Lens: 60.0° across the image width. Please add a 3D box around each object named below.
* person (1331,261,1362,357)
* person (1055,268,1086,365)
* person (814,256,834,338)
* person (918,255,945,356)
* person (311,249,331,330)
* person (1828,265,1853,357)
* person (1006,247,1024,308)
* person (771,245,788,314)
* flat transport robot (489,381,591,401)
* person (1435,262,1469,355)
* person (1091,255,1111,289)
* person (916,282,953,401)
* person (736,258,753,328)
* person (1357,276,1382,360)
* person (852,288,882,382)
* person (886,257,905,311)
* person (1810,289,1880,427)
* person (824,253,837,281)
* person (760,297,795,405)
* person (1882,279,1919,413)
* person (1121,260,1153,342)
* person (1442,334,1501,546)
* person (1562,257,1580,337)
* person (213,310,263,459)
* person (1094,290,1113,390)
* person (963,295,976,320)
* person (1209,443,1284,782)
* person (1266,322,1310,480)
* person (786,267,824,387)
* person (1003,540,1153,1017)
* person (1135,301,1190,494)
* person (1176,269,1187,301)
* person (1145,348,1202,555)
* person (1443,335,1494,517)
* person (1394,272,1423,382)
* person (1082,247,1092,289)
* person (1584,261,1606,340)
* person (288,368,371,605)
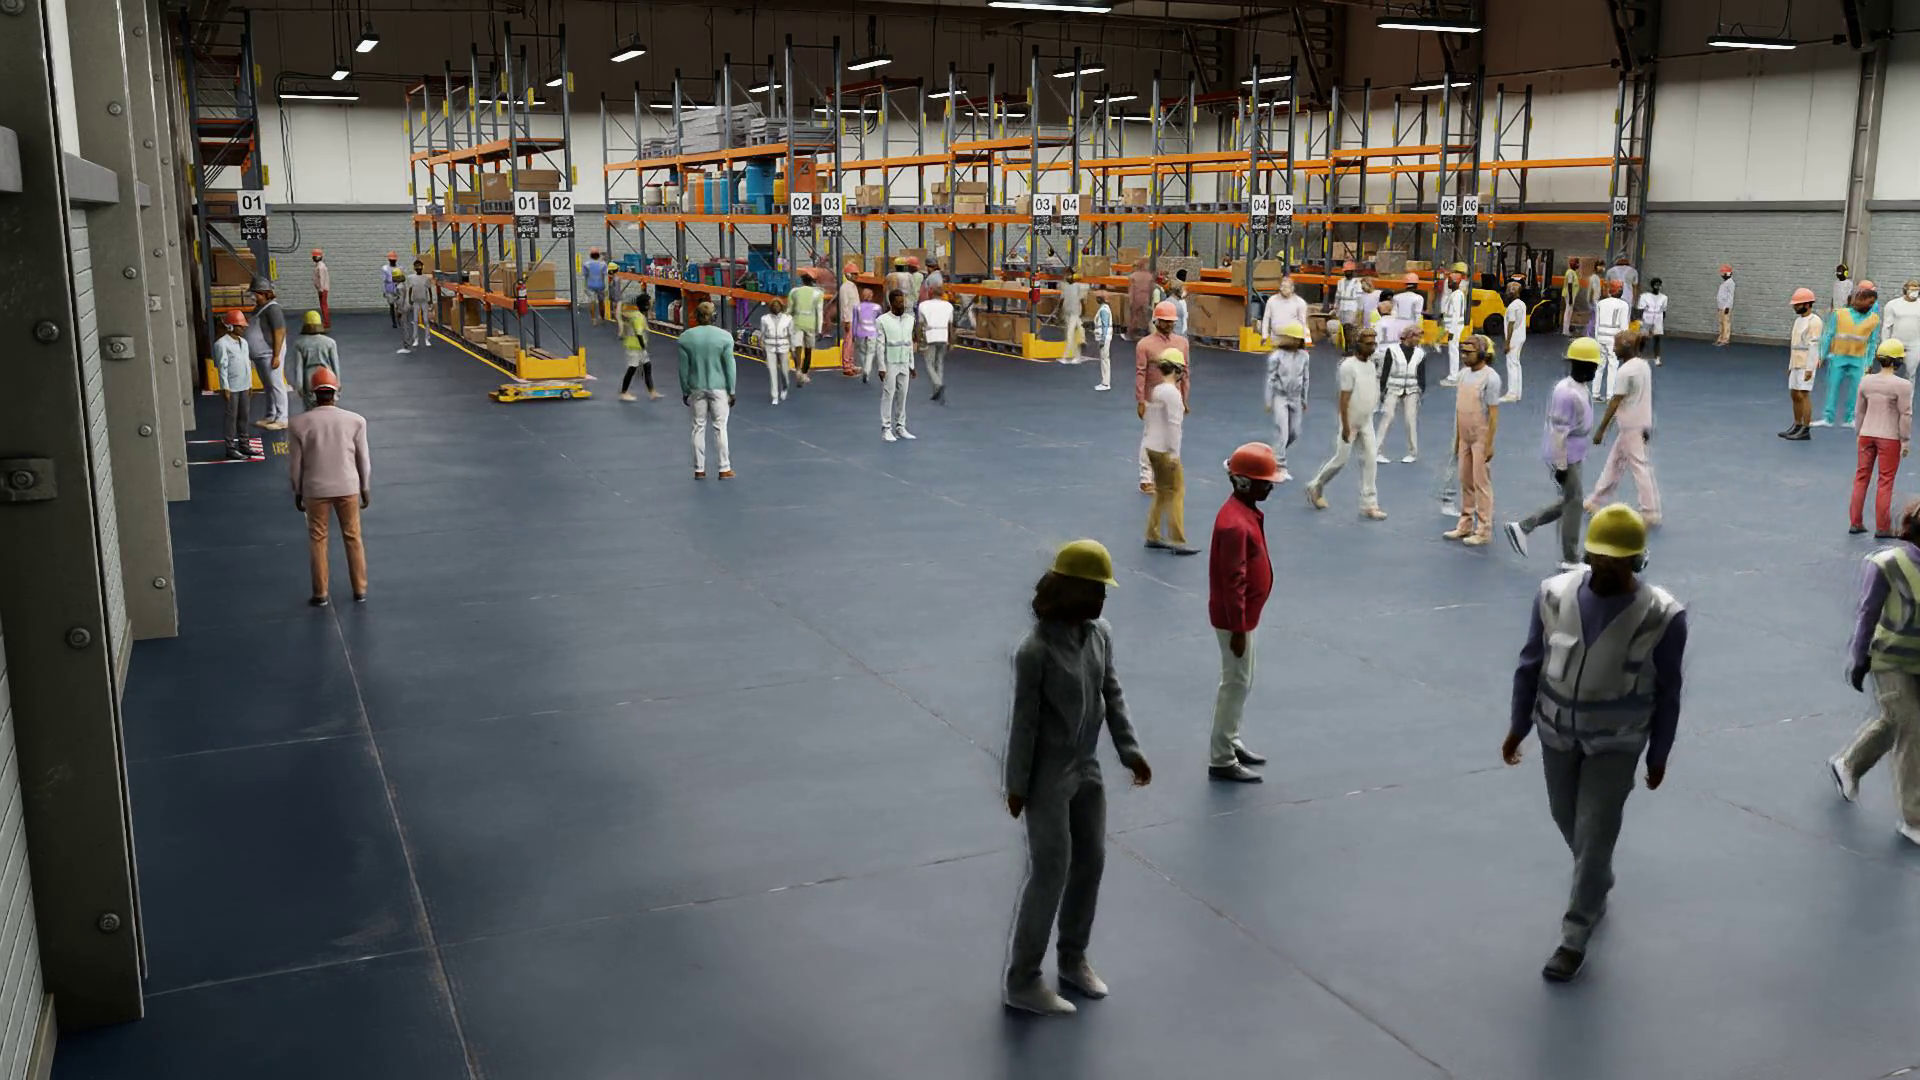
[{"bbox_3d":[7.732,-4.613,33.302,0.607,1.917,0.562,-9,14,-37],"label":"person"},{"bbox_3d":[2.036,-4.238,31.593,0.559,1.828,0.915,10,15,42],"label":"person"},{"bbox_3d":[-3.273,-5.629,38.559,0.666,1.865,0.902,-10,15,-41],"label":"person"},{"bbox_3d":[-0.583,-4.741,33.627,0.535,2.000,0.684,1,11,3],"label":"person"},{"bbox_3d":[-15.793,-6.193,41.120,0.383,1.995,0.613,-4,12,-21],"label":"person"},{"bbox_3d":[17.476,-4.533,33.040,0.326,1.861,0.511,-2,11,-12],"label":"person"},{"bbox_3d":[1.523,-7.461,47.807,0.641,1.901,0.402,2,11,11],"label":"person"},{"bbox_3d":[-4.830,-6.739,43.772,0.605,2.045,0.381,-1,11,-8],"label":"person"},{"bbox_3d":[-6.519,-2.316,25.814,1.431,0.197,0.652,-6,13,-29],"label":"flat transport robot"},{"bbox_3d":[10.027,-4.702,33.799,0.597,1.901,0.617,-6,12,-27],"label":"person"},{"bbox_3d":[3.960,-7.094,46.355,0.530,1.738,0.769,4,12,18],"label":"person"},{"bbox_3d":[-0.361,-3.022,25.408,0.580,1.832,0.567,-5,12,-22],"label":"person"},{"bbox_3d":[-5.499,-6.237,41.946,0.568,1.755,0.320,4,12,21],"label":"person"},{"bbox_3d":[7.097,-3.632,28.616,0.578,1.807,0.388,10,15,42],"label":"person"},{"bbox_3d":[-1.588,-3.480,28.288,0.543,1.613,0.672,2,11,8],"label":"person"},{"bbox_3d":[-1.306,-5.111,35.797,0.585,1.927,0.366,4,12,19],"label":"person"},{"bbox_3d":[11.881,-2.433,22.335,0.735,1.878,0.383,4,12,19],"label":"person"},{"bbox_3d":[-4.076,-8.105,51.786,0.501,1.628,0.283,3,12,17],"label":"person"},{"bbox_3d":[-2.767,-2.881,25.255,0.522,1.619,0.618,-1,11,-4],"label":"person"},{"bbox_3d":[13.658,-2.798,24.039,0.631,1.932,0.362,4,12,19],"label":"person"},{"bbox_3d":[4.006,-5.290,36.982,0.662,1.829,1.116,-4,12,-20],"label":"person"},{"bbox_3d":[4.486,-0.870,14.494,0.349,1.839,0.534,-4,12,-18],"label":"person"},{"bbox_3d":[14.227,-5.656,38.770,0.382,1.845,0.571,4,12,21],"label":"person"},{"bbox_3d":[-8.496,-1.827,19.574,0.350,1.743,0.564,2,11,10],"label":"person"},{"bbox_3d":[2.330,-3.253,27.095,0.310,1.636,0.523,1,11,4],"label":"person"},{"bbox_3d":[0.261,-6.760,44.941,0.518,1.631,0.316,-8,14,-34],"label":"person"},{"bbox_3d":[1.443,0.365,8.452,0.354,1.737,0.574,3,11,14],"label":"person"},{"bbox_3d":[3.549,-1.546,18.217,0.513,1.718,0.624,-3,12,-17],"label":"person"},{"bbox_3d":[-2.613,-3.567,27.800,0.680,1.989,0.992,1,11,5],"label":"person"},{"bbox_3d":[0.438,0.854,6.035,0.439,1.706,0.541,9,14,38],"label":"person"},{"bbox_3d":[2.083,-1.454,17.078,0.608,1.987,0.404,-5,12,-22],"label":"person"},{"bbox_3d":[4.671,-4.923,35.452,0.325,1.685,0.540,-2,11,-10],"label":"person"},{"bbox_3d":[1.807,-0.753,14.156,0.423,1.730,0.649,-2,11,-9],"label":"person"},{"bbox_3d":[4.882,-1.088,15.838,0.494,1.739,0.341,-10,15,-40],"label":"person"},{"bbox_3d":[7.389,-3.482,27.592,0.923,1.908,0.551,-10,15,-41],"label":"person"},{"bbox_3d":[3.712,-7.779,49.488,0.359,1.880,0.575,-9,14,-38],"label":"person"},{"bbox_3d":[13.756,-5.085,35.859,0.607,1.847,0.575,6,12,27],"label":"person"},{"bbox_3d":[-4.652,-0.396,12.314,0.559,1.742,0.358,-5,12,-25],"label":"person"}]
